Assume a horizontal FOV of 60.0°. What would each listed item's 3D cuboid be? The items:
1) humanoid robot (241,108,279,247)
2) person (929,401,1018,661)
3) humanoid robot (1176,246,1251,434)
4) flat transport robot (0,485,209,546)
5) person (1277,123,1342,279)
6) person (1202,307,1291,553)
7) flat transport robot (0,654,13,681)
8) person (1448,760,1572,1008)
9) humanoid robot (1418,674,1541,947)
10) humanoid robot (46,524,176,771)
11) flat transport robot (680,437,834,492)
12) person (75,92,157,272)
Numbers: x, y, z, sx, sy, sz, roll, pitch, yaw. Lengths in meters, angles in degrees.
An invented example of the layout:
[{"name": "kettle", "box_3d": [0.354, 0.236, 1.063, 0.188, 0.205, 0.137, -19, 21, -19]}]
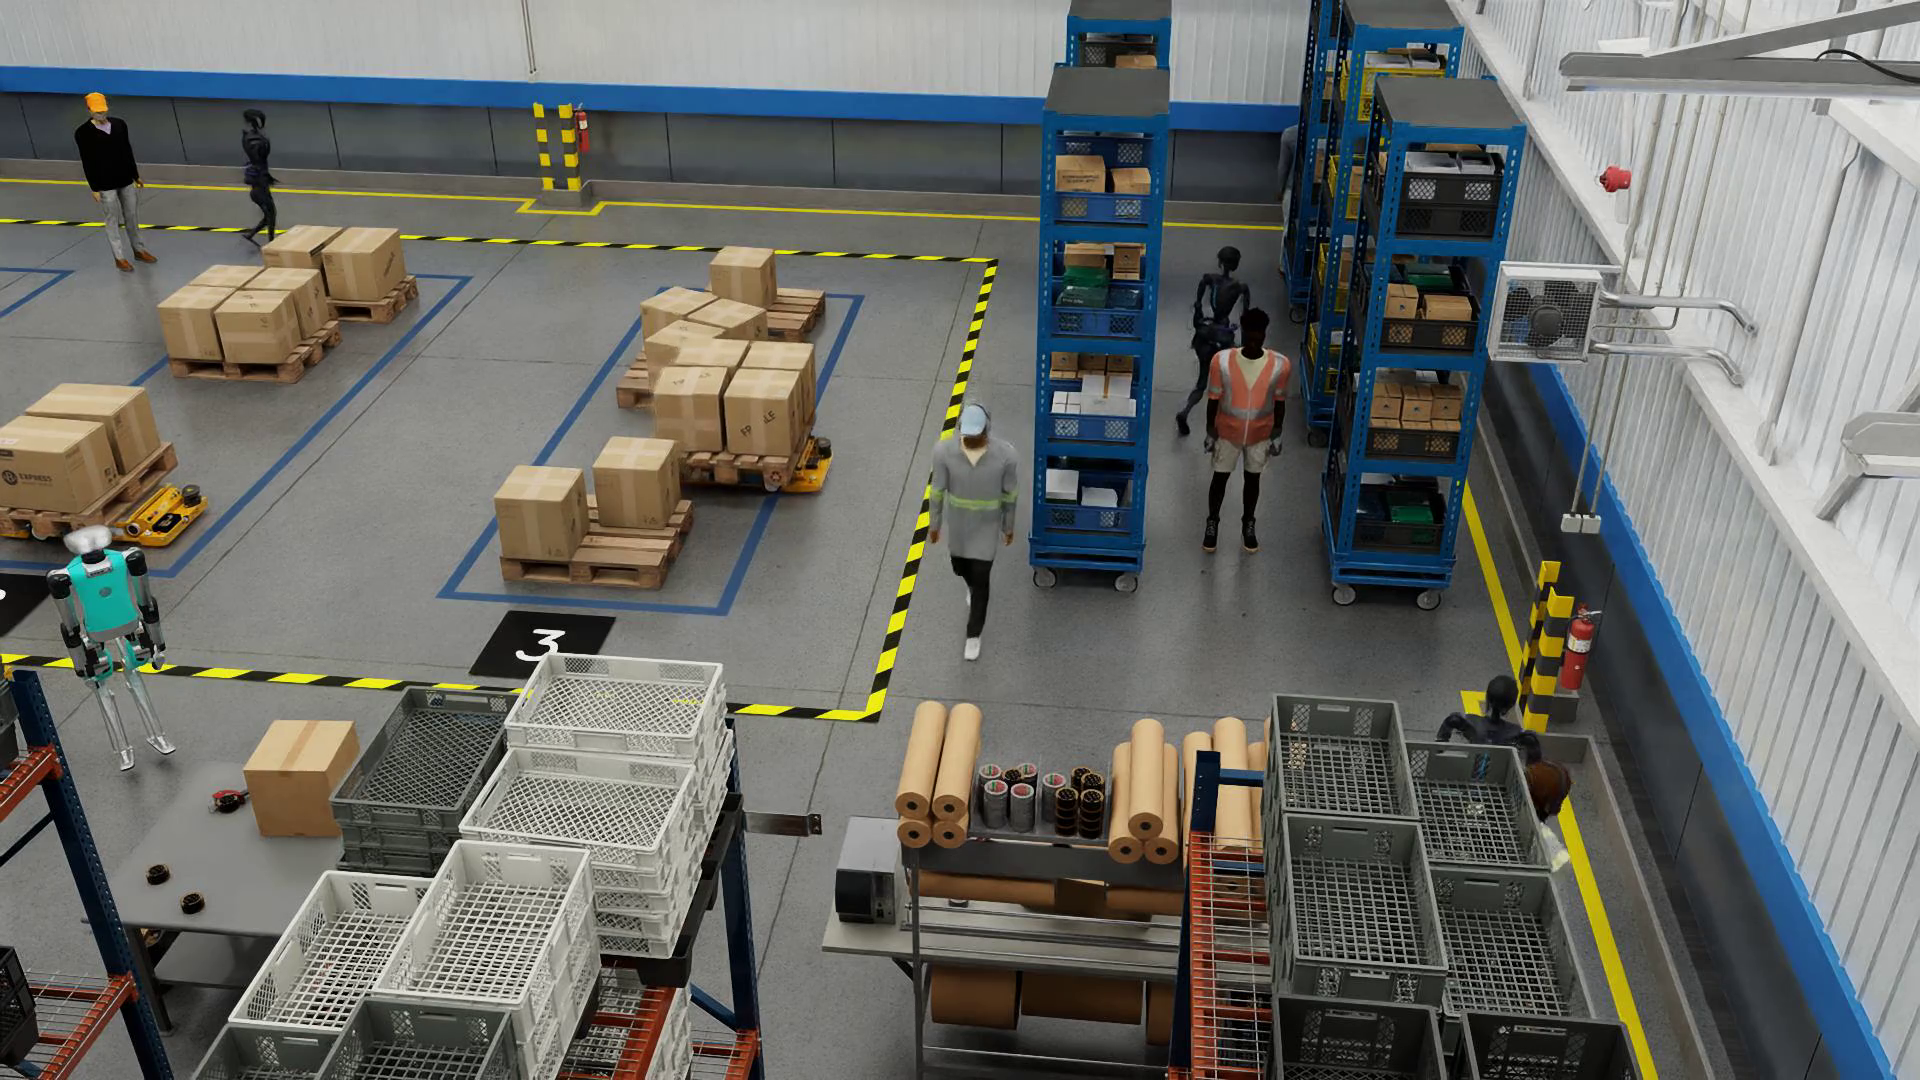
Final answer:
[{"name": "humanoid robot", "box_3d": [-7.606, -3.860, 17.918, 0.542, 1.621, 0.629, -7, 31, -12]}, {"name": "person", "box_3d": [0.092, -0.154, 11.394, 0.594, 1.822, 0.825, 5, 31, 8]}, {"name": "humanoid robot", "box_3d": [2.174, -1.693, 14.206, 0.610, 1.627, 0.699, 24, 38, 35]}, {"name": "flat transport robot", "box_3d": [-6.755, -0.237, 13.052, 1.431, 0.197, 0.652, 3, 30, 6]}, {"name": "person", "box_3d": [3.601, -3.652, 17.304, 0.620, 1.932, 0.382, 1, 30, 1]}, {"name": "person", "box_3d": [2.116, -0.813, 12.383, 0.605, 1.966, 0.374, 2, 30, 3]}, {"name": "flat transport robot", "box_3d": [-7.142, 0.969, 11.010, 1.431, 0.231, 0.659, 3, 30, 6]}, {"name": "person", "box_3d": [2.617, 1.811, 8.030, 0.522, 1.811, 0.652, -13, 33, -21]}, {"name": "humanoid robot", "box_3d": [2.725, 1.449, 8.848, 0.609, 1.637, 0.784, 11, 32, 18]}, {"name": "humanoid robot", "box_3d": [-5.152, 0.579, 10.082, 0.533, 1.681, 0.735, -22, 37, -32]}, {"name": "flat transport robot", "box_3d": [-1.810, -0.665, 13.788, 1.431, 0.197, 0.652, 3, 30, 6]}, {"name": "person", "box_3d": [-8.930, -3.793, 17.586, 0.381, 1.880, 0.589, 16, 34, 26]}]
